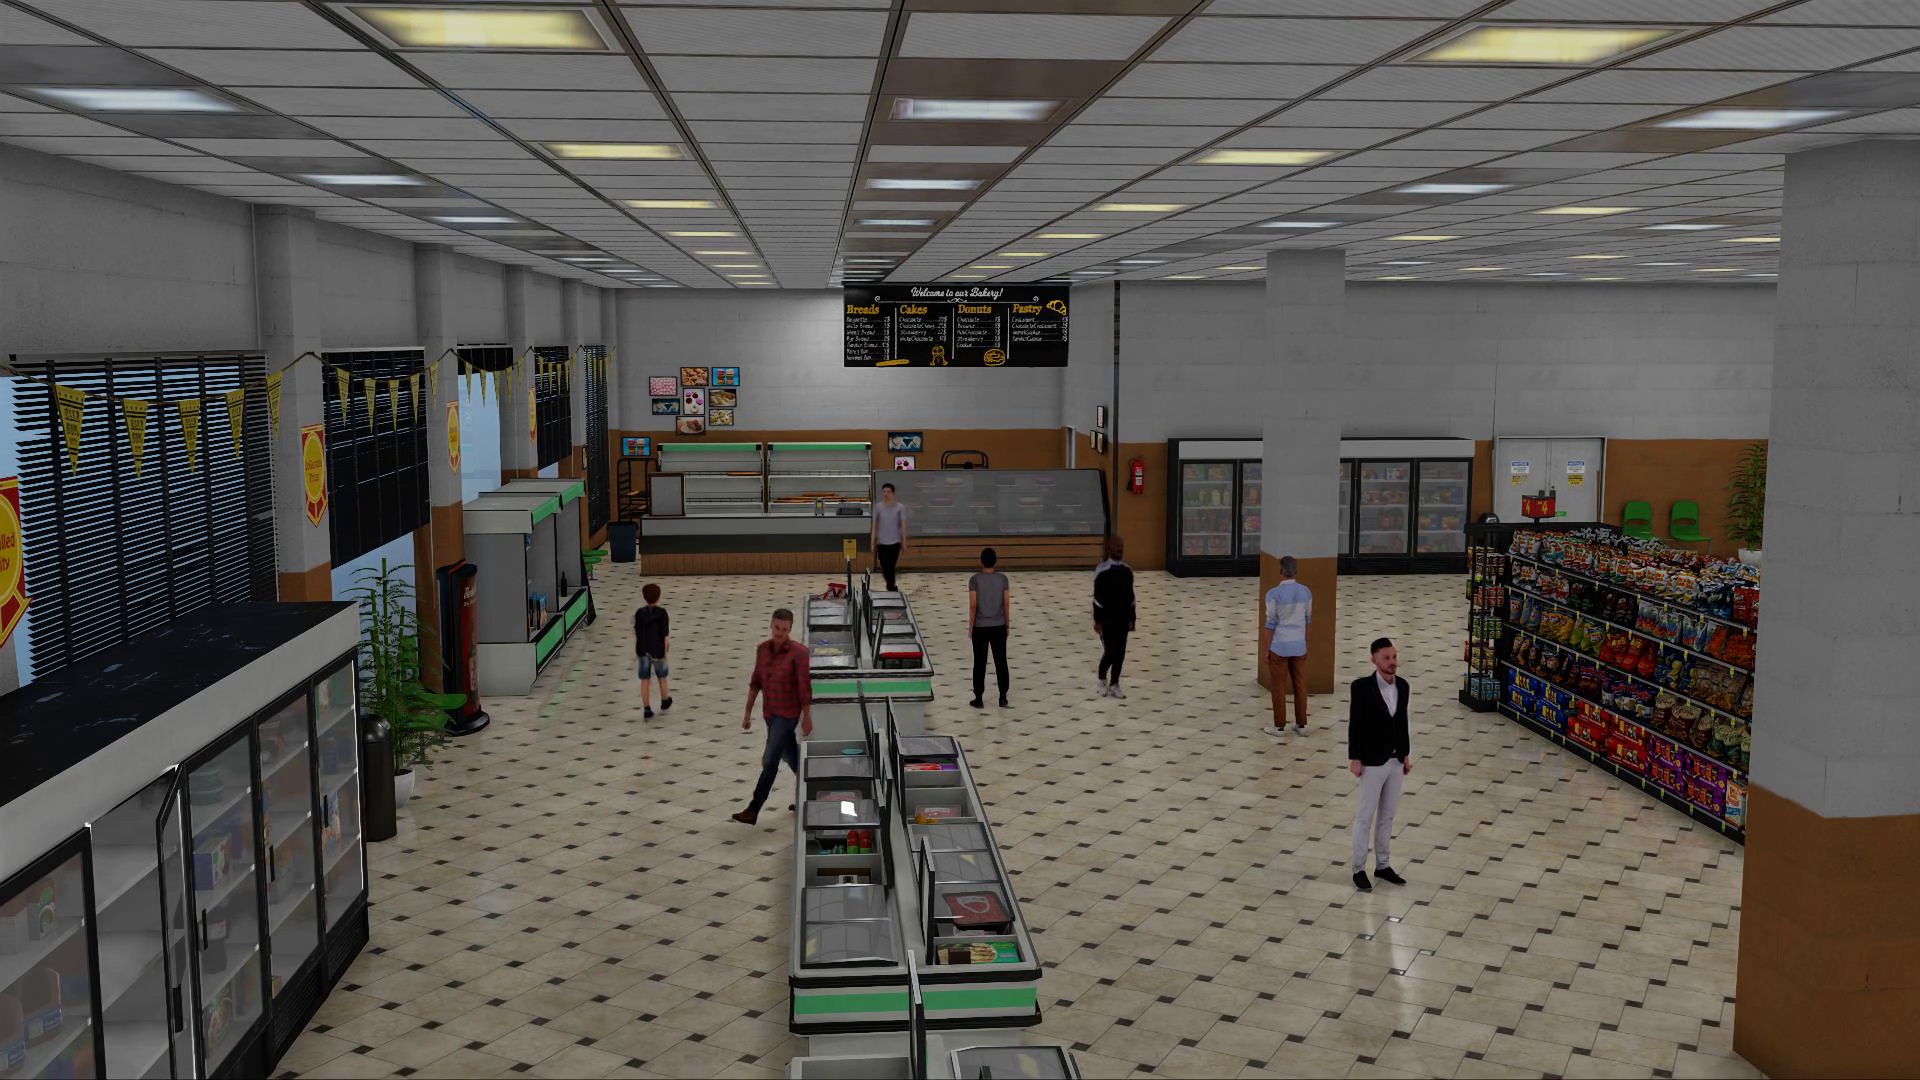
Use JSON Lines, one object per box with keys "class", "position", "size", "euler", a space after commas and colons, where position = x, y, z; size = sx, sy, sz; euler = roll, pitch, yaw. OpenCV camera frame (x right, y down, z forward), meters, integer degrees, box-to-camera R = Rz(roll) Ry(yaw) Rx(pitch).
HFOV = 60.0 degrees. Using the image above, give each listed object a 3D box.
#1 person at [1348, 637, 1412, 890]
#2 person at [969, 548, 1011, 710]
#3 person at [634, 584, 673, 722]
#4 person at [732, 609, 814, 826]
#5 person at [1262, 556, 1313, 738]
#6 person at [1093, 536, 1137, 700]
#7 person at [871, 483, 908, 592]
{"class": "person", "position": [3.087, 1.621, 12.246], "size": [0.716, 1.844, 0.655], "euler": [-3, 7, -21]}
{"class": "person", "position": [0.320, 0.951, 18.157], "size": [0.634, 1.756, 0.576], "euler": [-1, 7, -12]}
{"class": "person", "position": [-3.266, 1.198, 17.522], "size": [0.610, 1.418, 0.906], "euler": [0, 7, 1]}
{"class": "person", "position": [-1.410, 1.467, 13.839], "size": [1.278, 1.767, 1.331], "euler": [6, 9, 41]}
{"class": "person", "position": [3.322, 1.071, 16.873], "size": [0.739, 1.825, 0.646], "euler": [-2, 7, -19]}
{"class": "person", "position": [1.680, 0.853, 18.705], "size": [0.796, 1.820, 0.809], "euler": [-4, 8, -28]}
{"class": "person", "position": [-1.040, 0.075, 25.086], "size": [0.944, 1.833, 1.229], "euler": [2, 7, 14]}
